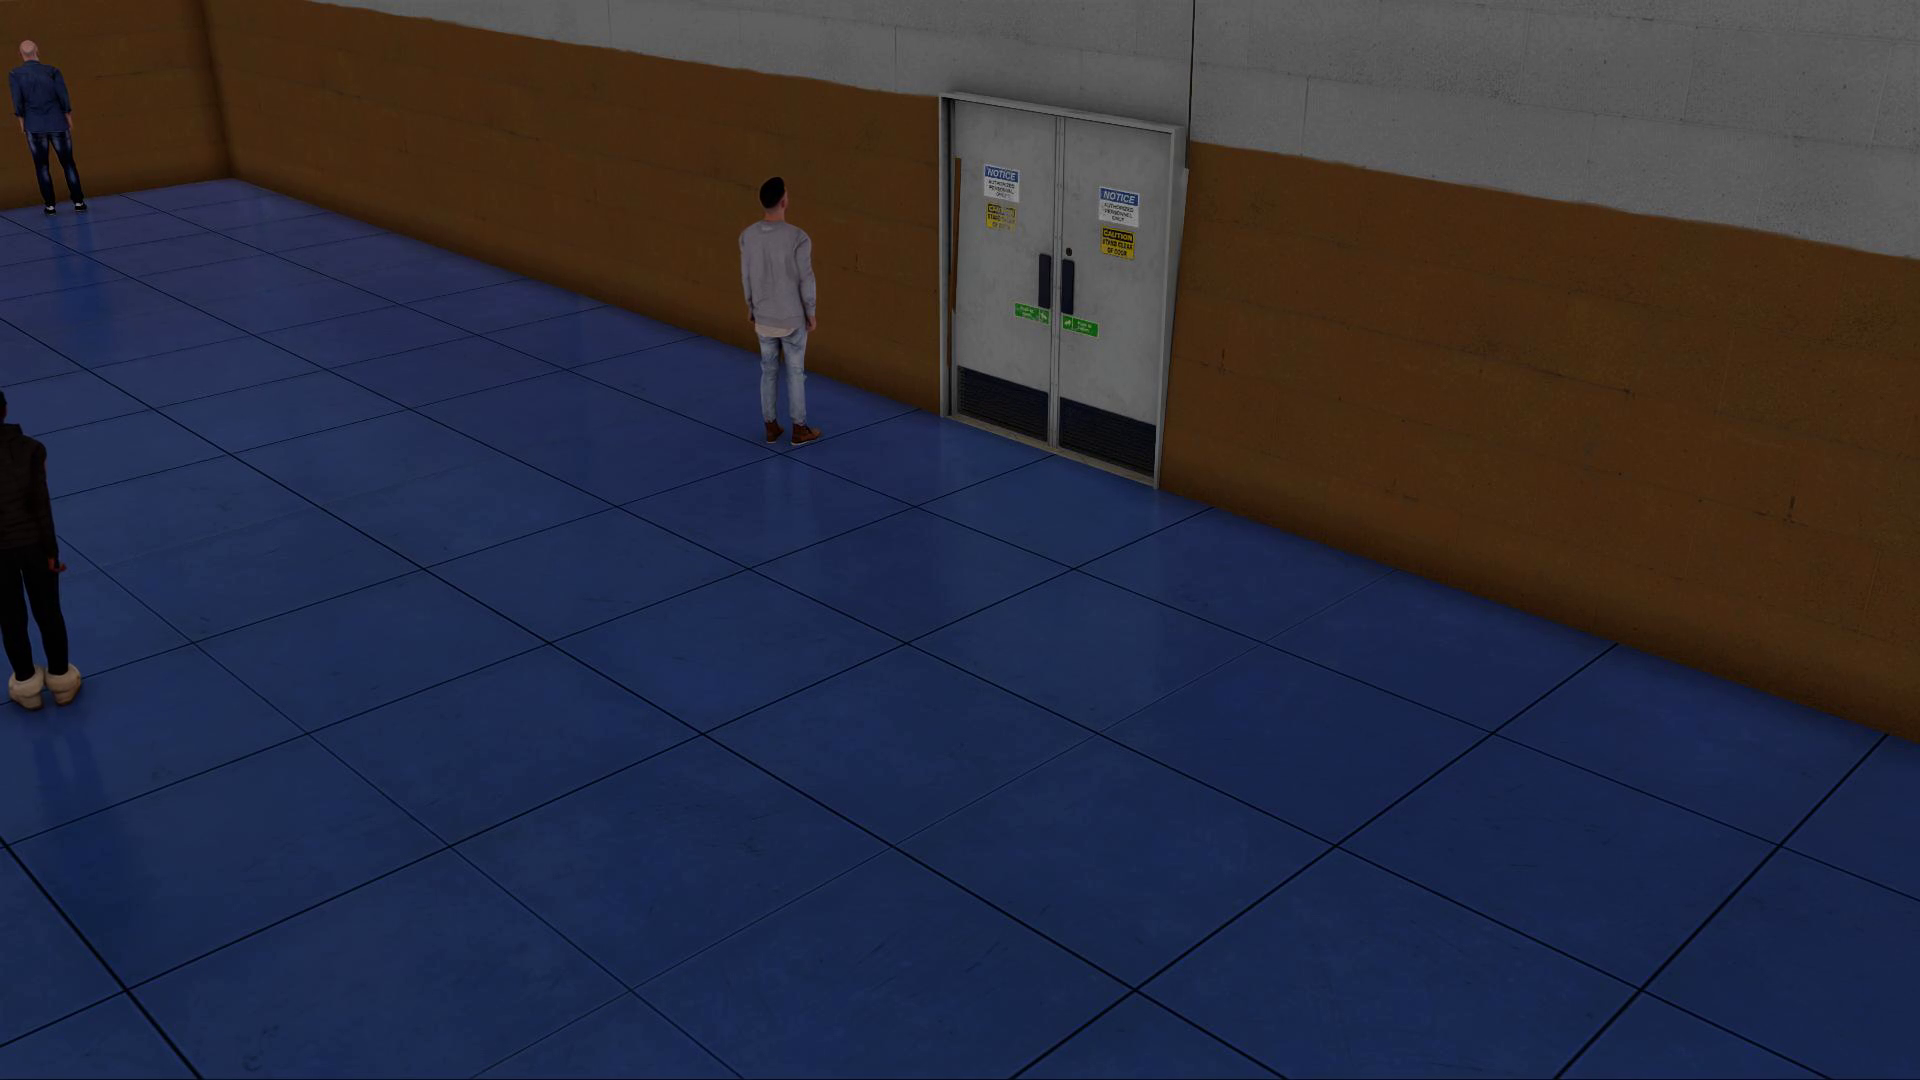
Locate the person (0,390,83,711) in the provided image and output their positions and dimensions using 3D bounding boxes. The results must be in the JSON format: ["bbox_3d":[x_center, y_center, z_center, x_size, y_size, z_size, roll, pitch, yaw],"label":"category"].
[{"bbox_3d":[-4.450,0.047,7.849,0.683,1.660,0.623,9,25,20],"label":"person"}]

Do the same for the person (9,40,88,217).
[{"bbox_3d":[-9.807,-4.425,17.862,0.630,1.826,0.833,-13,27,-27],"label":"person"}]

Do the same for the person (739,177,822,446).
[{"bbox_3d":[-1.213,-1.541,11.254,0.765,1.841,0.743,7,25,16],"label":"person"}]
